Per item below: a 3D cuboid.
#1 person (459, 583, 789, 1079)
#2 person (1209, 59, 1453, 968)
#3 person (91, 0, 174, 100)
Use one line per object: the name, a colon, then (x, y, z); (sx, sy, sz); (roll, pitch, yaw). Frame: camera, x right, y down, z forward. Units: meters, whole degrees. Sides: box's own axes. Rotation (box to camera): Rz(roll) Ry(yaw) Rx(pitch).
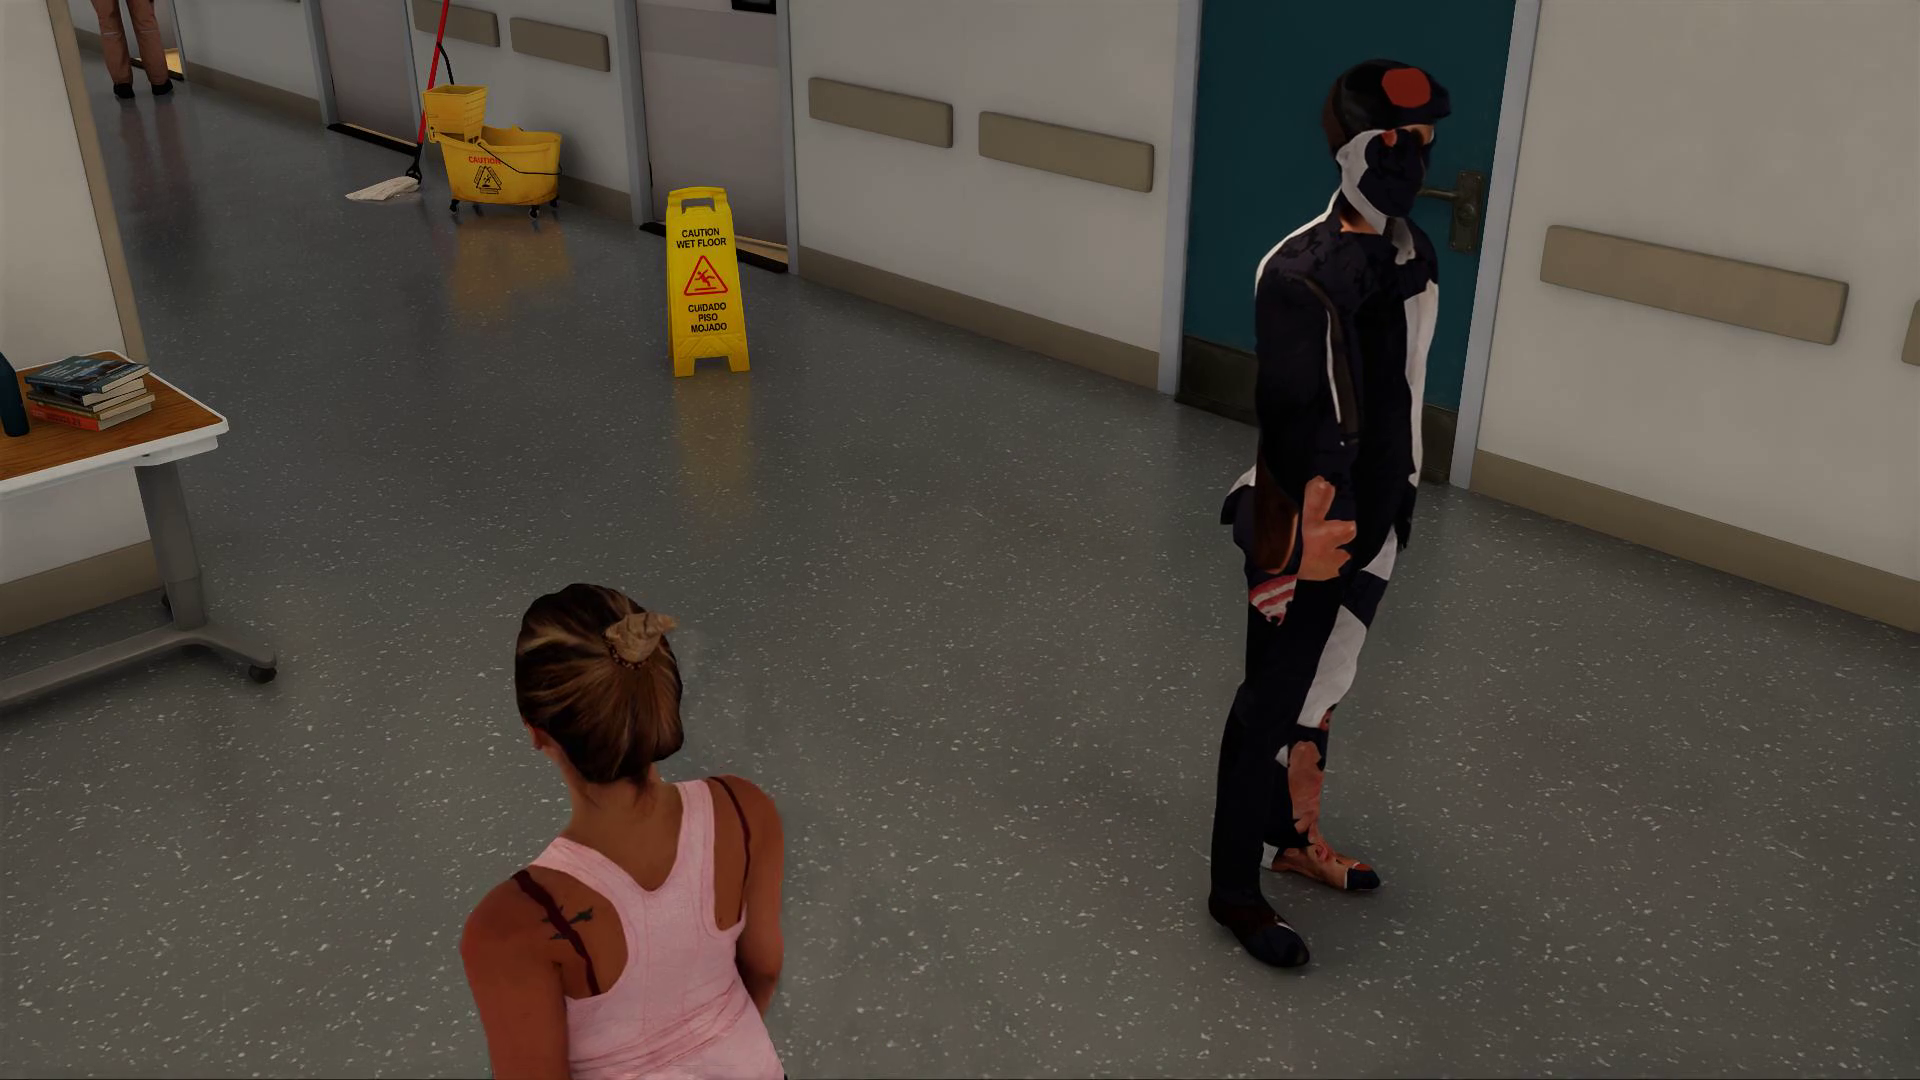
person: (-0.310, 0.812, 2.016); (0.720, 1.613, 1.049); (-15, 30, -29)
person: (0.753, -0.027, 3.435); (0.585, 1.891, 0.681); (21, 33, 36)
person: (-6.169, -4.216, 12.083); (0.766, 1.925, 0.724); (-12, 28, -23)
